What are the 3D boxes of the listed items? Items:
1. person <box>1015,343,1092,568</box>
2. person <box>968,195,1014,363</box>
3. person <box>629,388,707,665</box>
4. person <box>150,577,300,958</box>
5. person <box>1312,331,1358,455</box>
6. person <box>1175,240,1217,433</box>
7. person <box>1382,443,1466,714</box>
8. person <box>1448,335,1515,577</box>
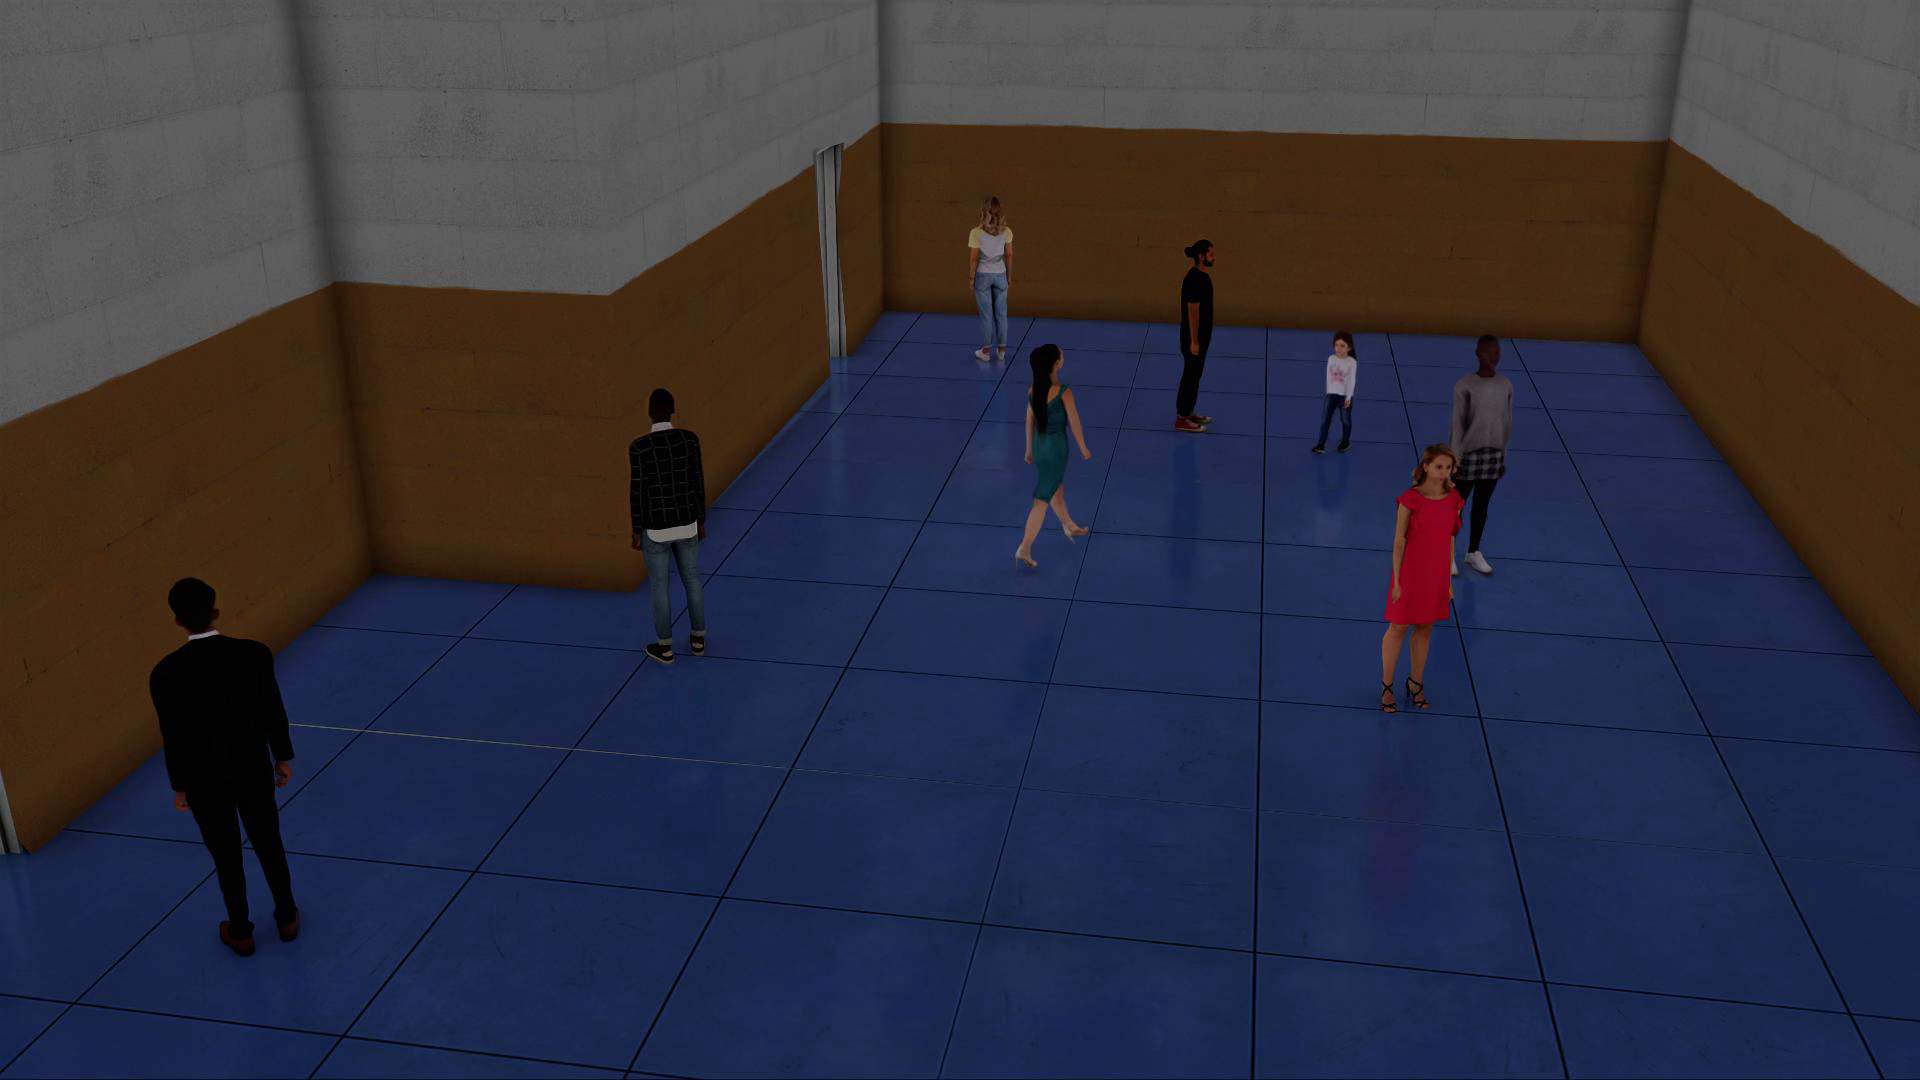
[{"bbox_3d":[0.599,-0.568,12.125,1.022,1.636,1.051,-19,29,-39],"label":"person"},{"bbox_3d":[0.328,-2.727,17.361,0.634,1.723,0.767,-6,23,-15],"label":"person"},{"bbox_3d":[-1.864,-0.093,10.694,0.720,1.821,0.801,-12,25,-28],"label":"person"},{"bbox_3d":[-3.410,1.061,7.745,0.763,1.878,0.807,-16,27,-35],"label":"person"},{"bbox_3d":[3.388,-1.307,14.695,0.721,1.090,0.699,15,26,33],"label":"person"},{"bbox_3d":[2.153,-1.876,15.217,0.553,1.756,0.631,5,23,13],"label":"person"},{"bbox_3d":[2.775,0.220,10.038,0.585,1.728,0.703,-4,22,-9],"label":"person"},{"bbox_3d":[3.747,-0.623,12.077,0.603,1.772,0.744,-4,22,-10],"label":"person"}]
